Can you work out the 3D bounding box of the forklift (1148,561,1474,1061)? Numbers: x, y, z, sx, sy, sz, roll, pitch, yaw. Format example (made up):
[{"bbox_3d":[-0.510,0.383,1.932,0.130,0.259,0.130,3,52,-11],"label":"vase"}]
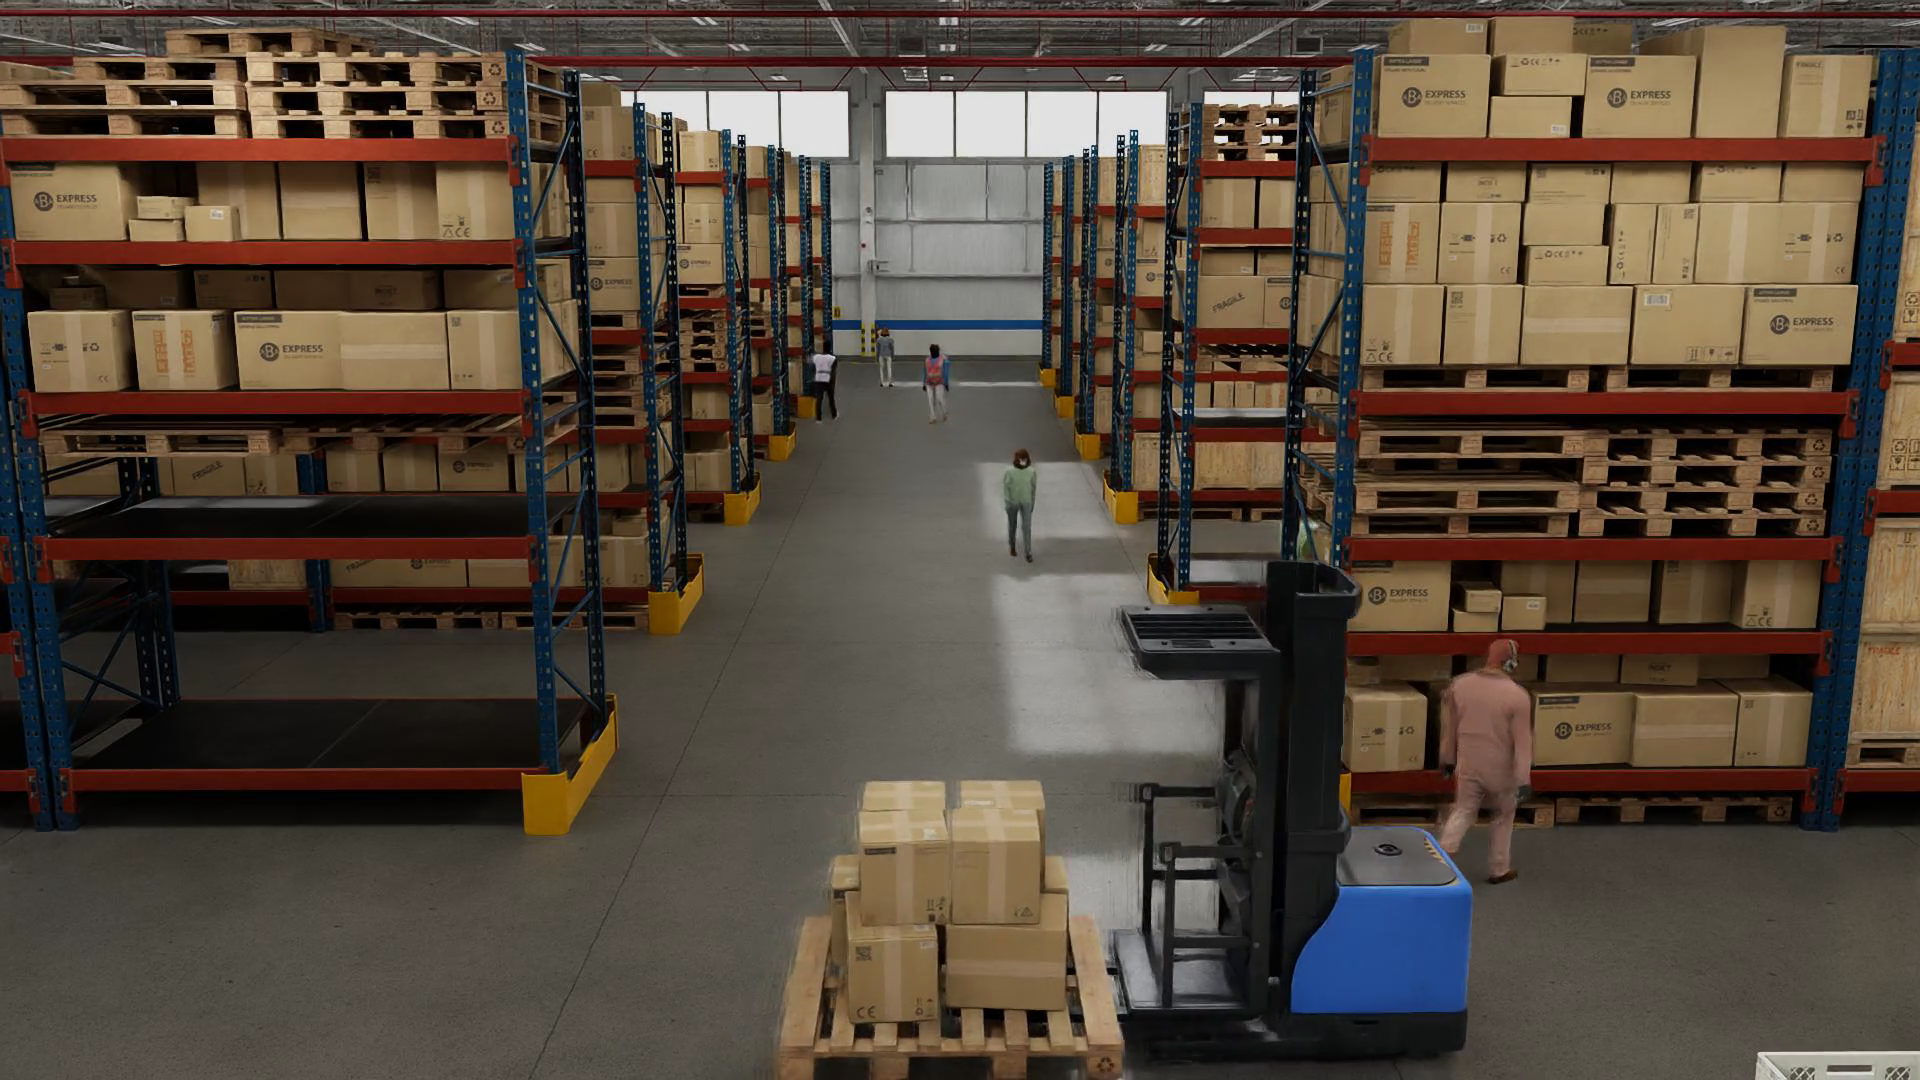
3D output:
[{"bbox_3d":[2.039,1.566,9.936,1.873,2.768,1.129,0,11,-1],"label":"forklift"}]

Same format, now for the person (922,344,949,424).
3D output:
[{"bbox_3d":[-0.566,-3.553,37.921,0.660,1.832,0.442,6,13,26],"label":"person"}]

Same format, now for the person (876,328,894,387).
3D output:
[{"bbox_3d":[-2.050,-5.005,45.611,0.505,1.631,0.281,0,11,2],"label":"person"}]

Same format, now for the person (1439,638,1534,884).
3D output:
[{"bbox_3d":[3.797,1.639,12.103,0.681,1.887,0.699,-10,15,-41],"label":"person"}]

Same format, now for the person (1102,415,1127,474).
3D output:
[{"bbox_3d":[3.170,-2.150,30.604,1.068,1.992,0.626,-1,11,-7],"label":"person"}]

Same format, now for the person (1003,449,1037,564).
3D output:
[{"bbox_3d":[0.840,-0.501,23.412,0.497,1.594,0.870,-2,12,-9],"label":"person"}]

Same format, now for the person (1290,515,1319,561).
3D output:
[{"bbox_3d":[3.780,0.378,18.435,0.577,1.827,0.593,-2,12,-10],"label":"person"}]

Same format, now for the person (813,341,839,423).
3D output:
[{"bbox_3d":[-3.094,-3.633,38.249,0.593,1.862,1.008,3,12,14],"label":"person"}]
